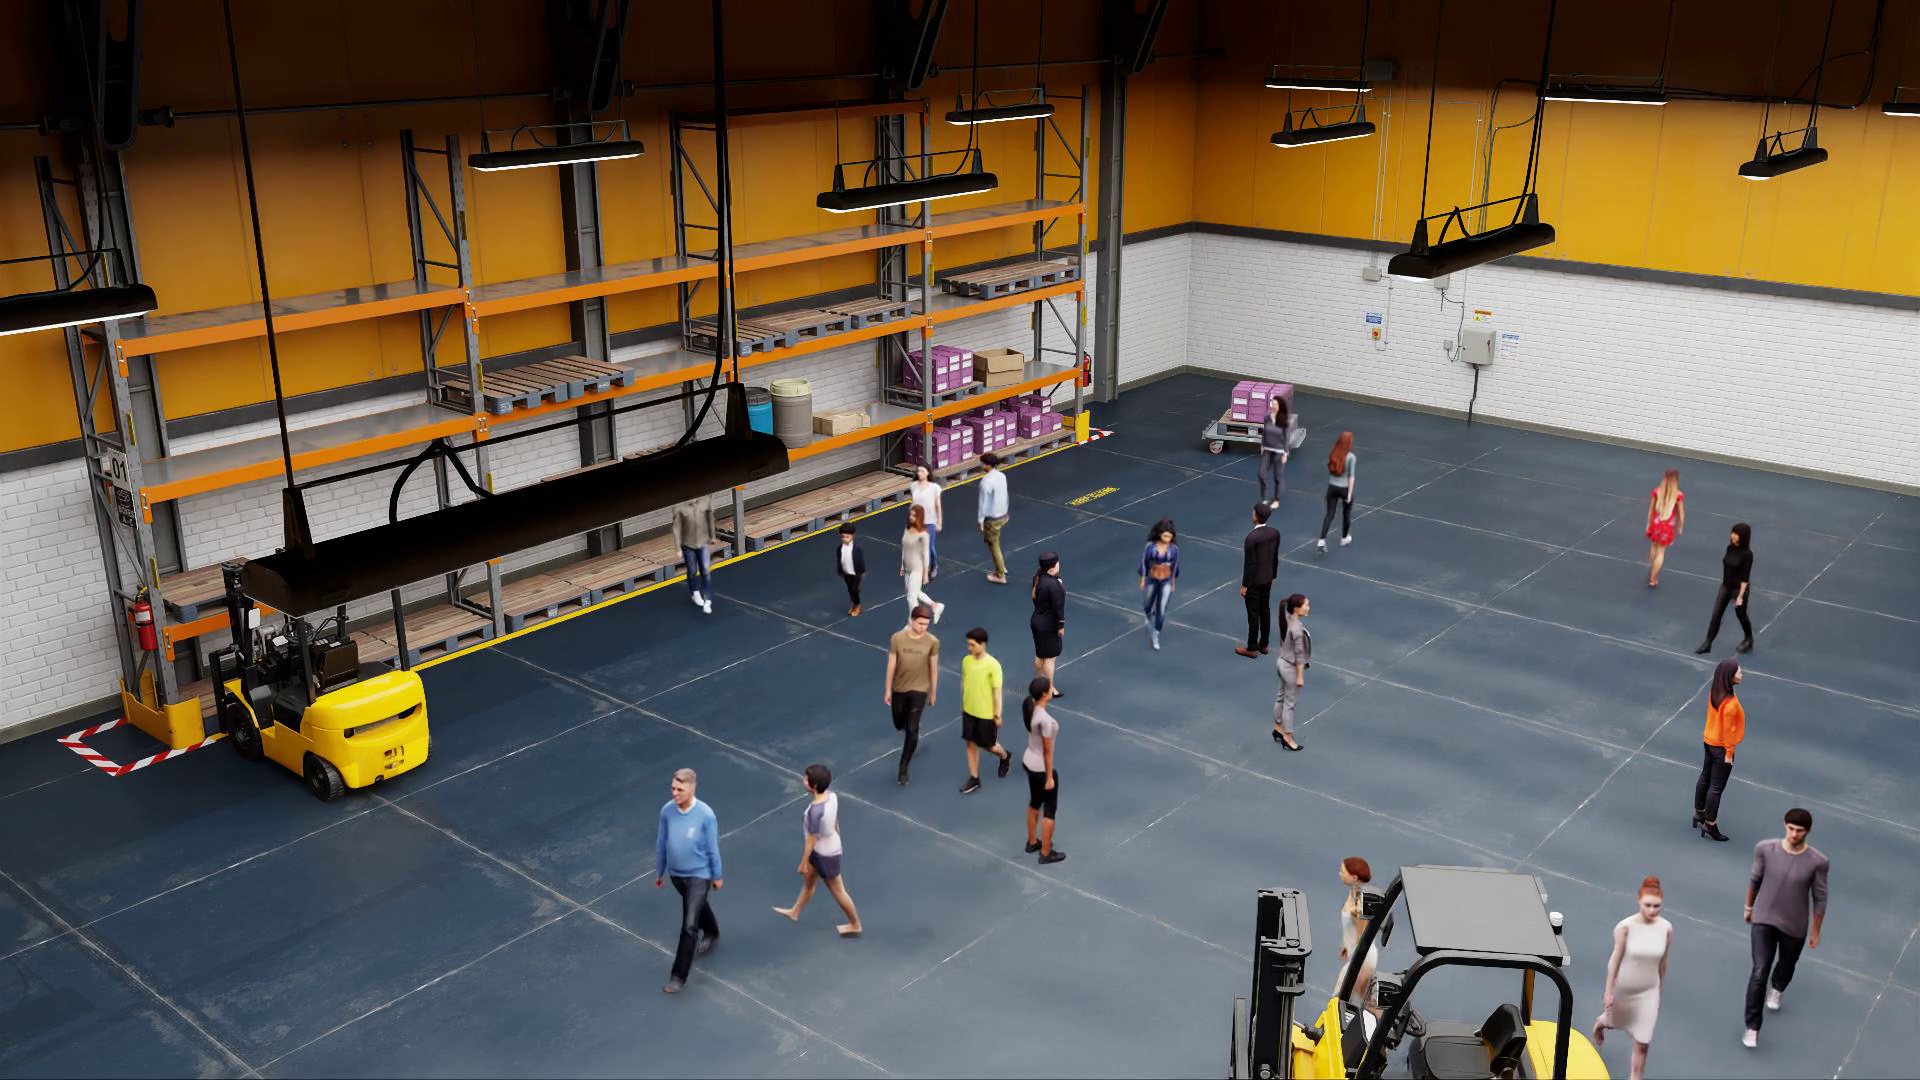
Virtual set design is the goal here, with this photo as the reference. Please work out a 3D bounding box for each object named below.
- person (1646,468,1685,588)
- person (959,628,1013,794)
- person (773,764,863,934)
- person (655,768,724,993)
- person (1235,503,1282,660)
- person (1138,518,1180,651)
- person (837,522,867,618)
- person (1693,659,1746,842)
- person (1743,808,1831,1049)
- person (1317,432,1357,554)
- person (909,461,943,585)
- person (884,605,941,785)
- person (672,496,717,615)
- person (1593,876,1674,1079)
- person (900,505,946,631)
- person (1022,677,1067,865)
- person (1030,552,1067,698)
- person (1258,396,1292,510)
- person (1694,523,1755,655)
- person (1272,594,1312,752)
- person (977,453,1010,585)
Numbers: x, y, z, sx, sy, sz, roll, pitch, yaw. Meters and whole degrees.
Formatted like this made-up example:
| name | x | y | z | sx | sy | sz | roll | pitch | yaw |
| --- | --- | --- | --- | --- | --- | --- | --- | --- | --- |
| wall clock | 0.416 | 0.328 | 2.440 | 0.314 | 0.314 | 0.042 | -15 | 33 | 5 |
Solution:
| name | x | y | z | sx | sy | sz | roll | pitch | yaw |
| --- | --- | --- | --- | --- | --- | --- | --- | --- | --- |
| person | 9.207 | -0.138 | 21.849 | 0.618 | 1.561 | 0.950 | 13 | 22 | 33 |
| person | 0.245 | 1.639 | 16.370 | 0.634 | 1.690 | 0.875 | 15 | 24 | 37 |
| person | -1.053 | 2.599 | 13.792 | 0.946 | 1.516 | 1.039 | 4 | 19 | 11 |
| person | -2.124 | 2.623 | 13.326 | 0.849 | 1.768 | 1.240 | 9 | 20 | 24 |
| person | 3.516 | 0.463 | 19.559 | 0.571 | 1.884 | 0.802 | -14 | 23 | -35 |
| person | 2.381 | 0.489 | 19.923 | 0.921 | 1.601 | 1.045 | 4 | 19 | 12 |
| person | -1.336 | 0.343 | 20.968 | 0.571 | 1.211 | 0.578 | 9 | 20 | 24 |
| person | 7.045 | 1.922 | 15.437 | 0.771 | 1.748 | 0.679 | 2 | 19 | 5 |
| person | 6.231 | 2.850 | 12.585 | 0.849 | 1.811 | 1.214 | 10 | 21 | 28 |
| person | 5.221 | -0.634 | 23.094 | 0.625 | 1.707 | 1.176 | 13 | 22 | 33 |
| person | -0.417 | -0.235 | 21.959 | 0.676 | 1.676 | 0.692 | 9 | 21 | 25 |
| person | -0.477 | 1.489 | 16.628 | 1.066 | 1.811 | 1.209 | 3 | 19 | 9 |
| person | -3.348 | 0.017 | 21.009 | 1.146 | 1.804 | 1.109 | -9 | 21 | -26 |
| person | 4.728 | 3.153 | 11.754 | 0.998 | 1.768 | 1.143 | 1 | 19 | 3 |
| person | -0.471 | 0.354 | 20.201 | 1.025 | 1.680 | 0.780 | -11 | 22 | -30 |
| person | 0.676 | 2.066 | 15.022 | 0.736 | 1.742 | 0.735 | -7 | 20 | -20 |
| person | 0.972 | 0.938 | 18.482 | 0.777 | 1.671 | 0.786 | -9 | 21 | -24 |
| person | 4.783 | -1.335 | 25.099 | 0.675 | 1.756 | 0.715 | 12 | 22 | 31 |
| person | 9.203 | 0.594 | 19.608 | 1.145 | 1.604 | 0.921 | -7 | 20 | -20 |
| person | 3.419 | 1.352 | 17.241 | 0.769 | 1.679 | 0.723 | -3 | 19 | -10 |
| person | 0.521 | -0.266 | 21.858 | 0.808 | 1.798 | 0.630 | 12 | 22 | 31 |
